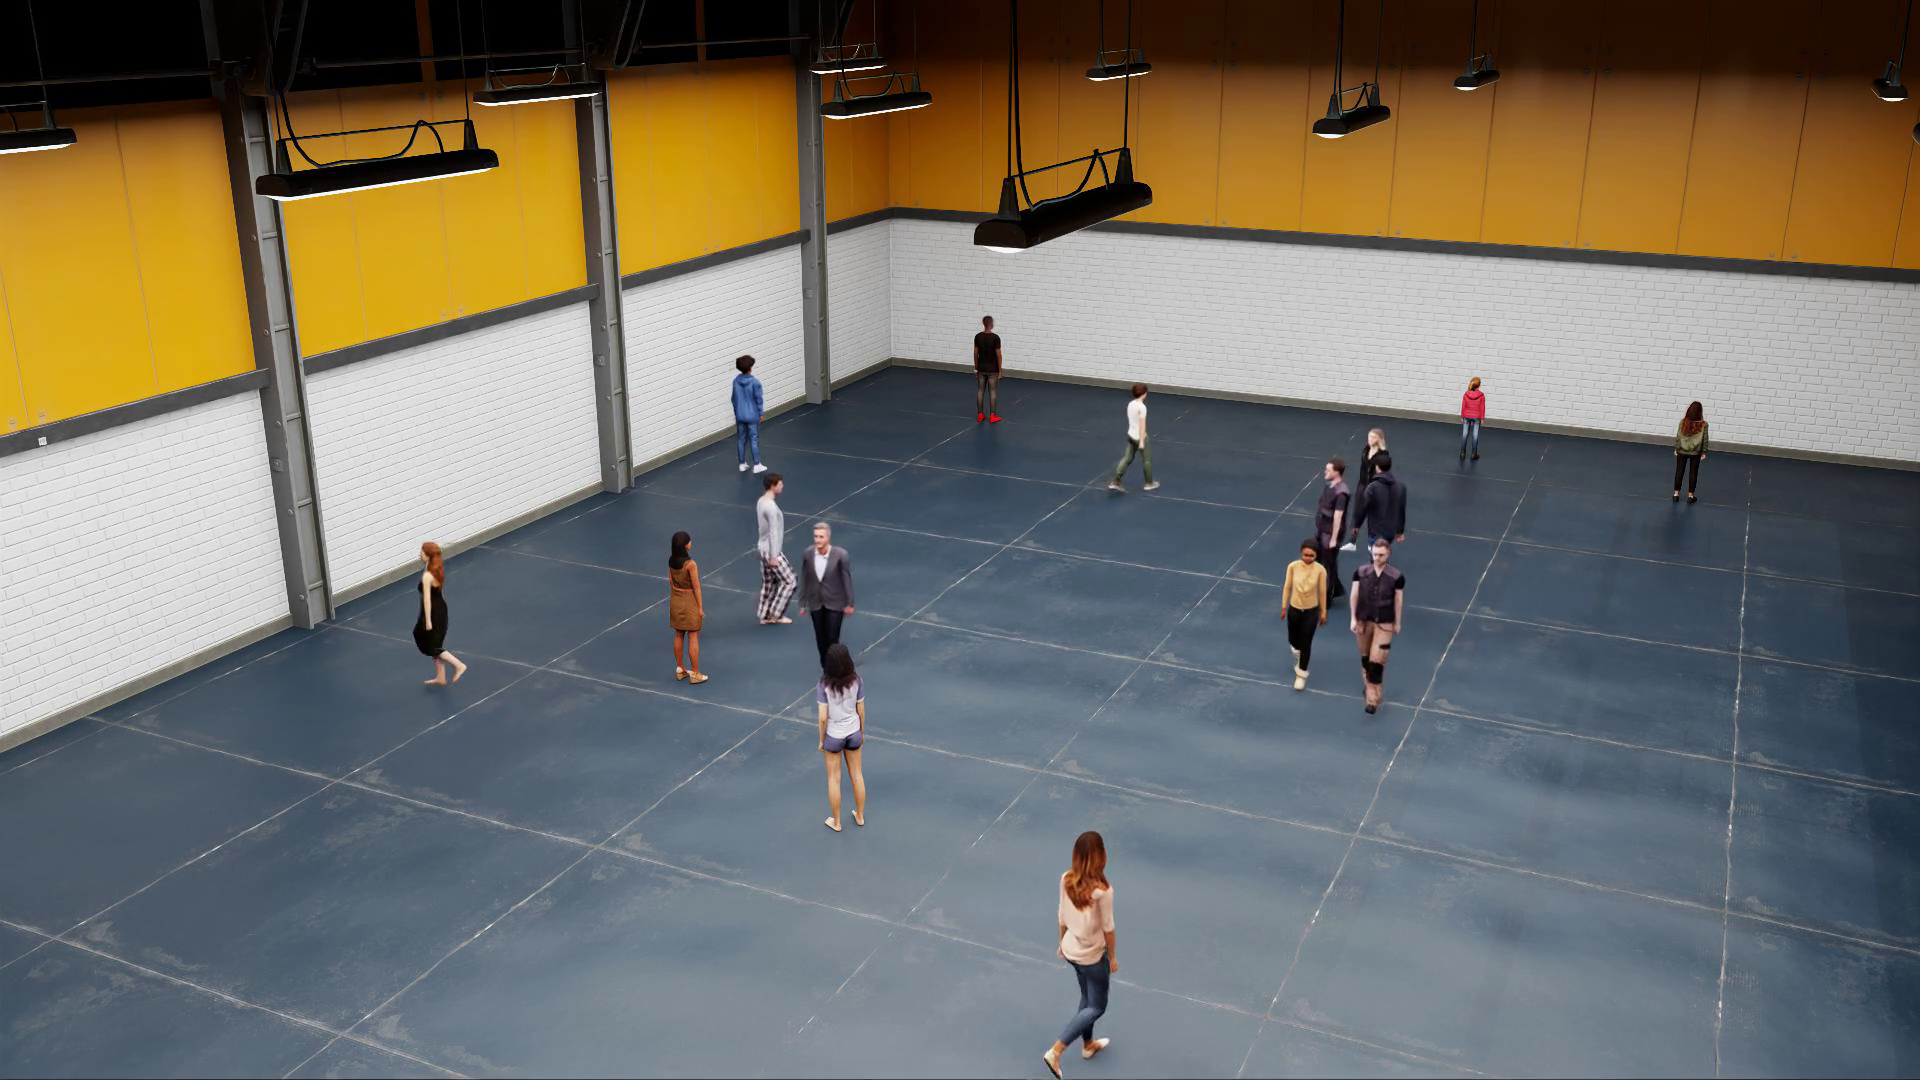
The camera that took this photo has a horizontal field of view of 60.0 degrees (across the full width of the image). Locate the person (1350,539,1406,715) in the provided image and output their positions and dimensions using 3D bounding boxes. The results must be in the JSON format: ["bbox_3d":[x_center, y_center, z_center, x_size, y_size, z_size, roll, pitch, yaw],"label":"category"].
[{"bbox_3d":[4.290,0.834,17.183,0.699,1.785,1.152,9,21,26],"label":"person"}]

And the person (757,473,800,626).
[{"bbox_3d":[-2.266,0.133,19.181,0.879,1.836,0.819,-7,20,-19],"label":"person"}]

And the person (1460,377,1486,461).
[{"bbox_3d":[8.035,-1.917,26.081,0.504,1.318,0.490,9,21,25],"label":"person"}]

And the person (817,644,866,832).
[{"bbox_3d":[-1.039,1.725,14.619,0.645,1.731,0.714,-8,20,-21],"label":"person"}]

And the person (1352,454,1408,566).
[{"bbox_3d":[5.048,-0.036,19.689,1.220,1.833,1.288,-7,20,-19],"label":"person"}]

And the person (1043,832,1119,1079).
[{"bbox_3d":[0.805,2.841,11.245,1.045,1.770,0.829,-17,25,-41],"label":"person"}]

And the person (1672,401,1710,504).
[{"bbox_3d":[10.498,-1.273,23.924,0.596,1.475,0.508,10,21,28],"label":"person"}]

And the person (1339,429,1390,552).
[{"bbox_3d":[5.465,-0.648,21.771,1.049,1.663,0.880,-16,24,-39],"label":"person"}]

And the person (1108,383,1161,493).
[{"bbox_3d":[2.504,-1.451,24.228,1.183,1.618,0.989,-11,21,-29],"label":"person"}]

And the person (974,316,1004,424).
[{"bbox_3d":[0.463,-2.908,28.261,0.657,1.805,0.528,7,20,20],"label":"person"}]

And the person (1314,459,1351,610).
[{"bbox_3d":[4.432,-0.073,19.783,0.937,1.843,0.856,-1,19,-4],"label":"person"}]

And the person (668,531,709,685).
[{"bbox_3d":[-2.919,0.708,17.702,0.596,1.690,0.563,13,23,34],"label":"person"}]

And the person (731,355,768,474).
[{"bbox_3d":[-3.232,-1.927,25.341,0.682,1.809,0.560,7,20,20],"label":"person"}]

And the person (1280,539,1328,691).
[{"bbox_3d":[3.665,0.738,17.695,0.678,1.638,0.925,6,20,18],"label":"person"}]

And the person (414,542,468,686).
[{"bbox_3d":[-5.464,0.808,17.535,0.807,1.608,0.803,0,19,1],"label":"person"}]

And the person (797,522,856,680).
[{"bbox_3d":[-1.384,0.656,17.642,0.786,1.827,0.695,6,20,18],"label":"person"}]
